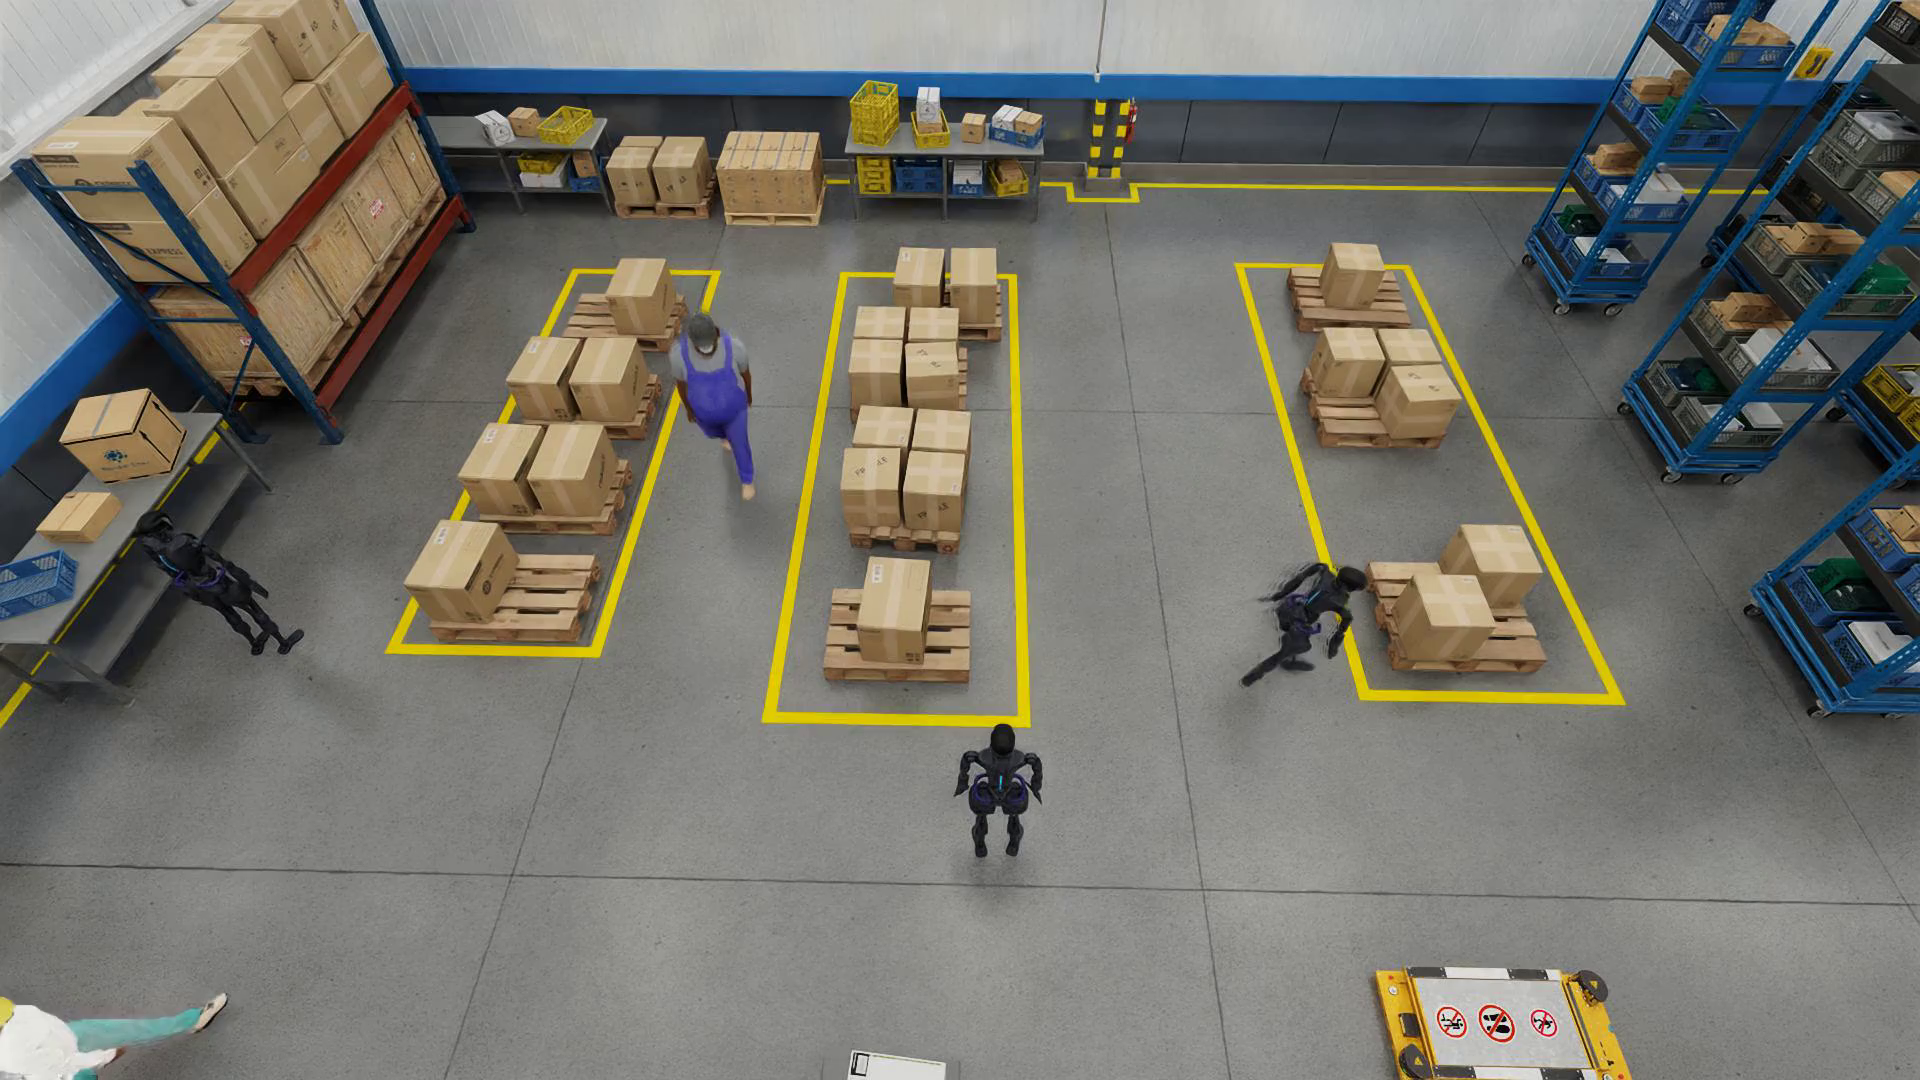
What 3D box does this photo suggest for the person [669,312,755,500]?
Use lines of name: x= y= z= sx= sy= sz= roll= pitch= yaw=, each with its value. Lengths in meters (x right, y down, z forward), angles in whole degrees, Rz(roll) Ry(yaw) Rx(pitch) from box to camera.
person: x=-2.232 y=-1.368 z=8.459 sx=0.677 sy=2.000 sz=0.891 roll=-7 pitch=51 yaw=-6

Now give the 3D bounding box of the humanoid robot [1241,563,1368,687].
humanoid robot: x=2.651 y=0.638 z=7.078 sx=0.667 sy=1.608 sz=0.622 roll=-5 pitch=51 yaw=-4

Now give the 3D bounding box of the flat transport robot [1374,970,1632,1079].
flat transport robot: x=3.501 y=3.133 z=5.914 sx=1.431 sy=0.197 sz=0.652 roll=1 pitch=51 yaw=1

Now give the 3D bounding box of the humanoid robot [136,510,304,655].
humanoid robot: x=-5.915 y=0.351 z=7.282 sx=0.610 sy=1.657 sz=0.310 roll=1 pitch=51 yaw=0

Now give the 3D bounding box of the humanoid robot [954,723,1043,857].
humanoid robot: x=0.259 y=1.697 z=6.185 sx=0.610 sy=1.656 sz=0.310 roll=1 pitch=51 yaw=0

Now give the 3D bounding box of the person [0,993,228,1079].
person: x=-5.051 y=2.859 z=5.215 sx=0.540 sy=1.705 sz=0.903 roll=33 pitch=58 yaw=24

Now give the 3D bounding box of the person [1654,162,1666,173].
person: x=8.263 y=-4.513 z=11.134 sx=0.438 sy=1.861 sz=0.627 roll=24 pitch=55 yaw=19
